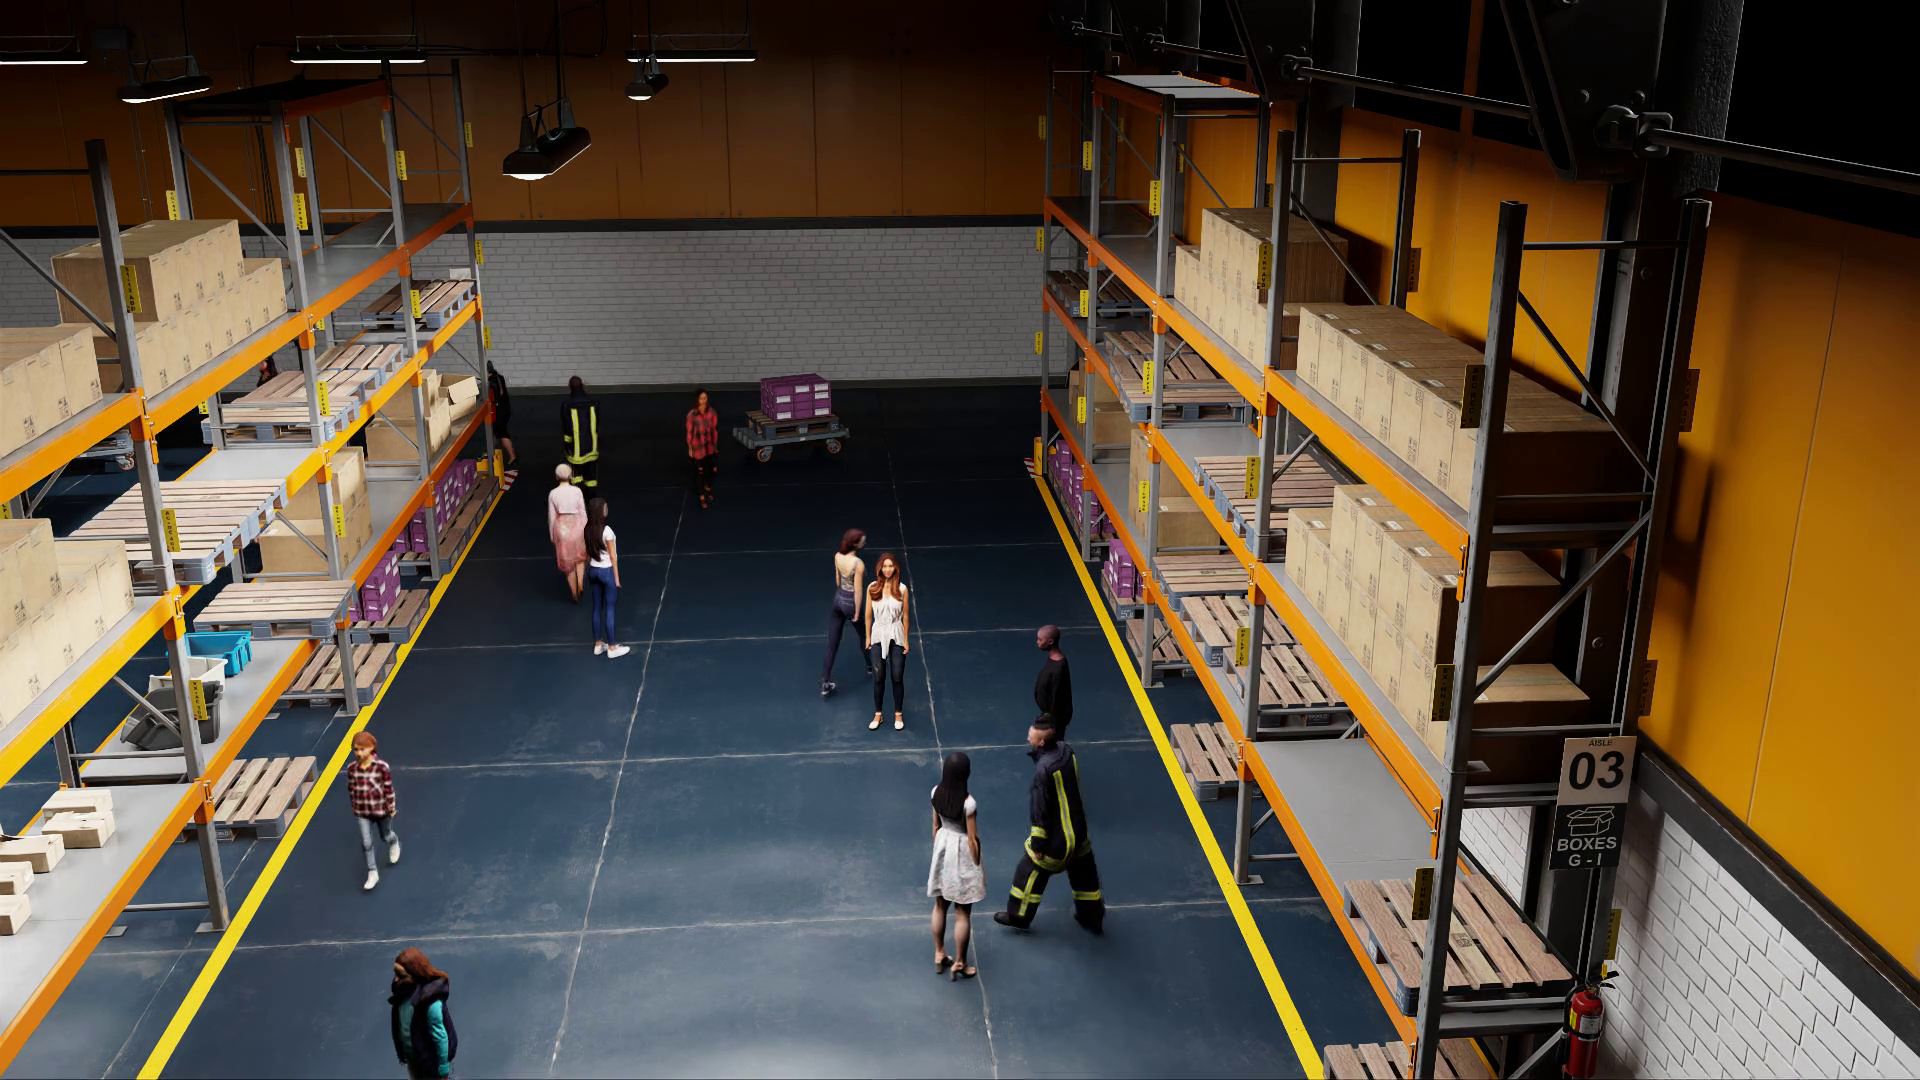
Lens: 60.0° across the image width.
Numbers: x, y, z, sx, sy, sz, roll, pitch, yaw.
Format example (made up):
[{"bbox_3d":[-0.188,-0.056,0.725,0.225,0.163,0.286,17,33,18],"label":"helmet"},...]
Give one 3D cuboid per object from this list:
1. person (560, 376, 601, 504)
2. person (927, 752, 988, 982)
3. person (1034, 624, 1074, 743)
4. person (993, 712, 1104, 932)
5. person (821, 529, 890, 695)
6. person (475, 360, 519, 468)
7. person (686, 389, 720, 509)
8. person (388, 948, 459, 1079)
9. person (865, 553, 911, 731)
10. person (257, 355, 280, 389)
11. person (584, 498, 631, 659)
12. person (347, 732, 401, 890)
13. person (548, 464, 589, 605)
[{"bbox_3d":[-5.236,-1.379,23.200,0.881,1.806,0.920,-10,21,-28],"label":"person"},{"bbox_3d":[-0.034,2.369,12.128,0.778,1.771,0.834,14,23,36],"label":"person"},{"bbox_3d":[0.839,1.562,14.566,0.656,1.745,0.490,-2,19,-7],"label":"person"},{"bbox_3d":[0.807,2.184,12.601,1.149,1.820,1.117,15,24,38],"label":"person"},{"bbox_3d":[-1.196,0.763,16.999,1.195,1.705,1.271,13,23,34],"label":"person"},{"bbox_3d":[-6.858,-1.861,24.901,0.957,1.635,0.981,5,19,14],"label":"person"},{"bbox_3d":[-3.603,-1.291,23.112,0.717,1.696,0.738,-8,20,-23],"label":"person"},{"bbox_3d":[-3.238,3.144,10.257,0.756,1.495,0.814,17,25,41],"label":"person"},{"bbox_3d":[-0.701,0.979,16.231,0.614,1.786,0.569,1,19,4],"label":"person"},{"bbox_3d":[-10.277,-1.967,25.094,0.932,1.713,1.038,13,22,33],"label":"person"},{"bbox_3d":[-3.863,0.399,17.971,0.666,1.774,0.713,13,23,34],"label":"person"},{"bbox_3d":[-4.758,2.147,13.545,0.550,1.288,0.846,0,19,-1],"label":"person"},{"bbox_3d":[-4.550,-0.045,19.444,0.673,1.676,0.750,-6,19,-17],"label":"person"}]
